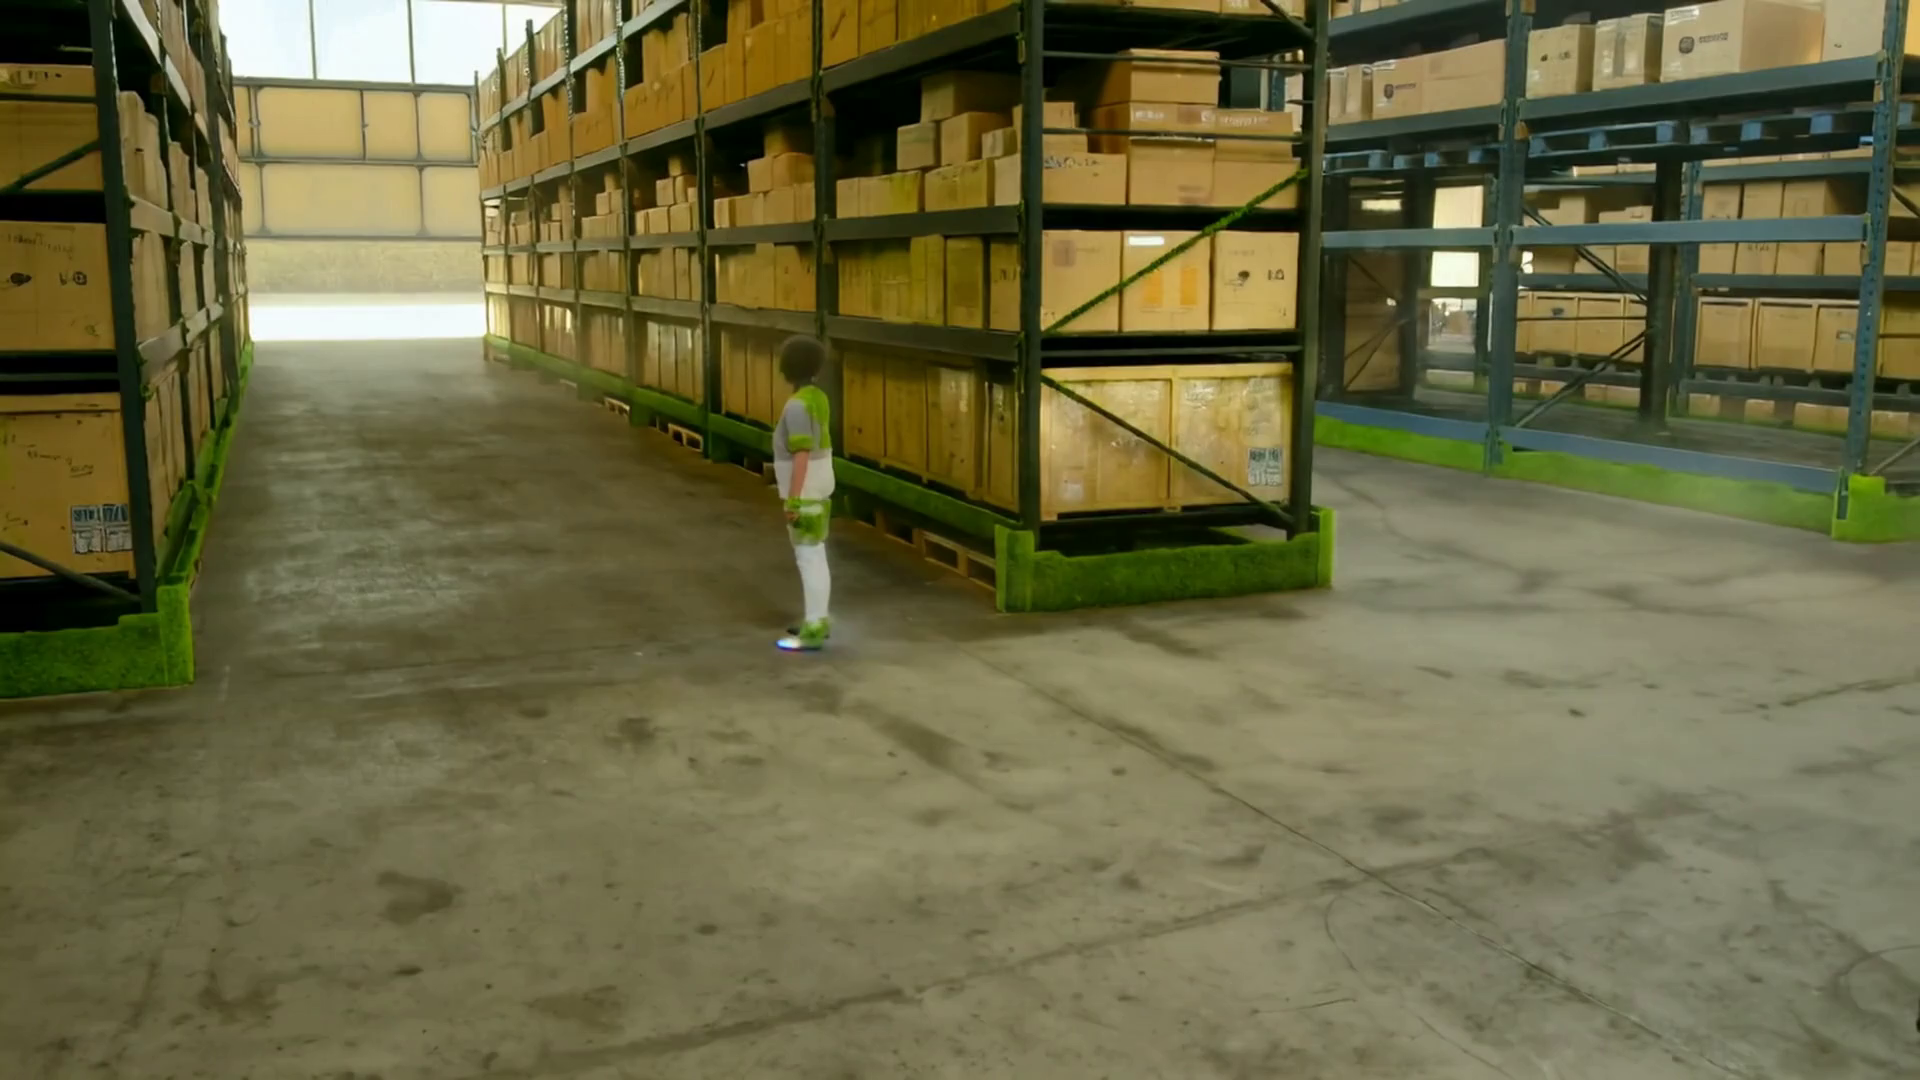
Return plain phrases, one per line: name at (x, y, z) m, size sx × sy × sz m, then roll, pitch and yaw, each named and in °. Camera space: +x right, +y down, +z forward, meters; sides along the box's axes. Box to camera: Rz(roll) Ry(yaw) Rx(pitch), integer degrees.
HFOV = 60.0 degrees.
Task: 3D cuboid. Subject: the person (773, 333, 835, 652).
person at (-0.838, -0.253, 8.911) m, size 0.316 × 1.698 × 0.540 m, roll 1°, pitch 10°, yaw 6°
